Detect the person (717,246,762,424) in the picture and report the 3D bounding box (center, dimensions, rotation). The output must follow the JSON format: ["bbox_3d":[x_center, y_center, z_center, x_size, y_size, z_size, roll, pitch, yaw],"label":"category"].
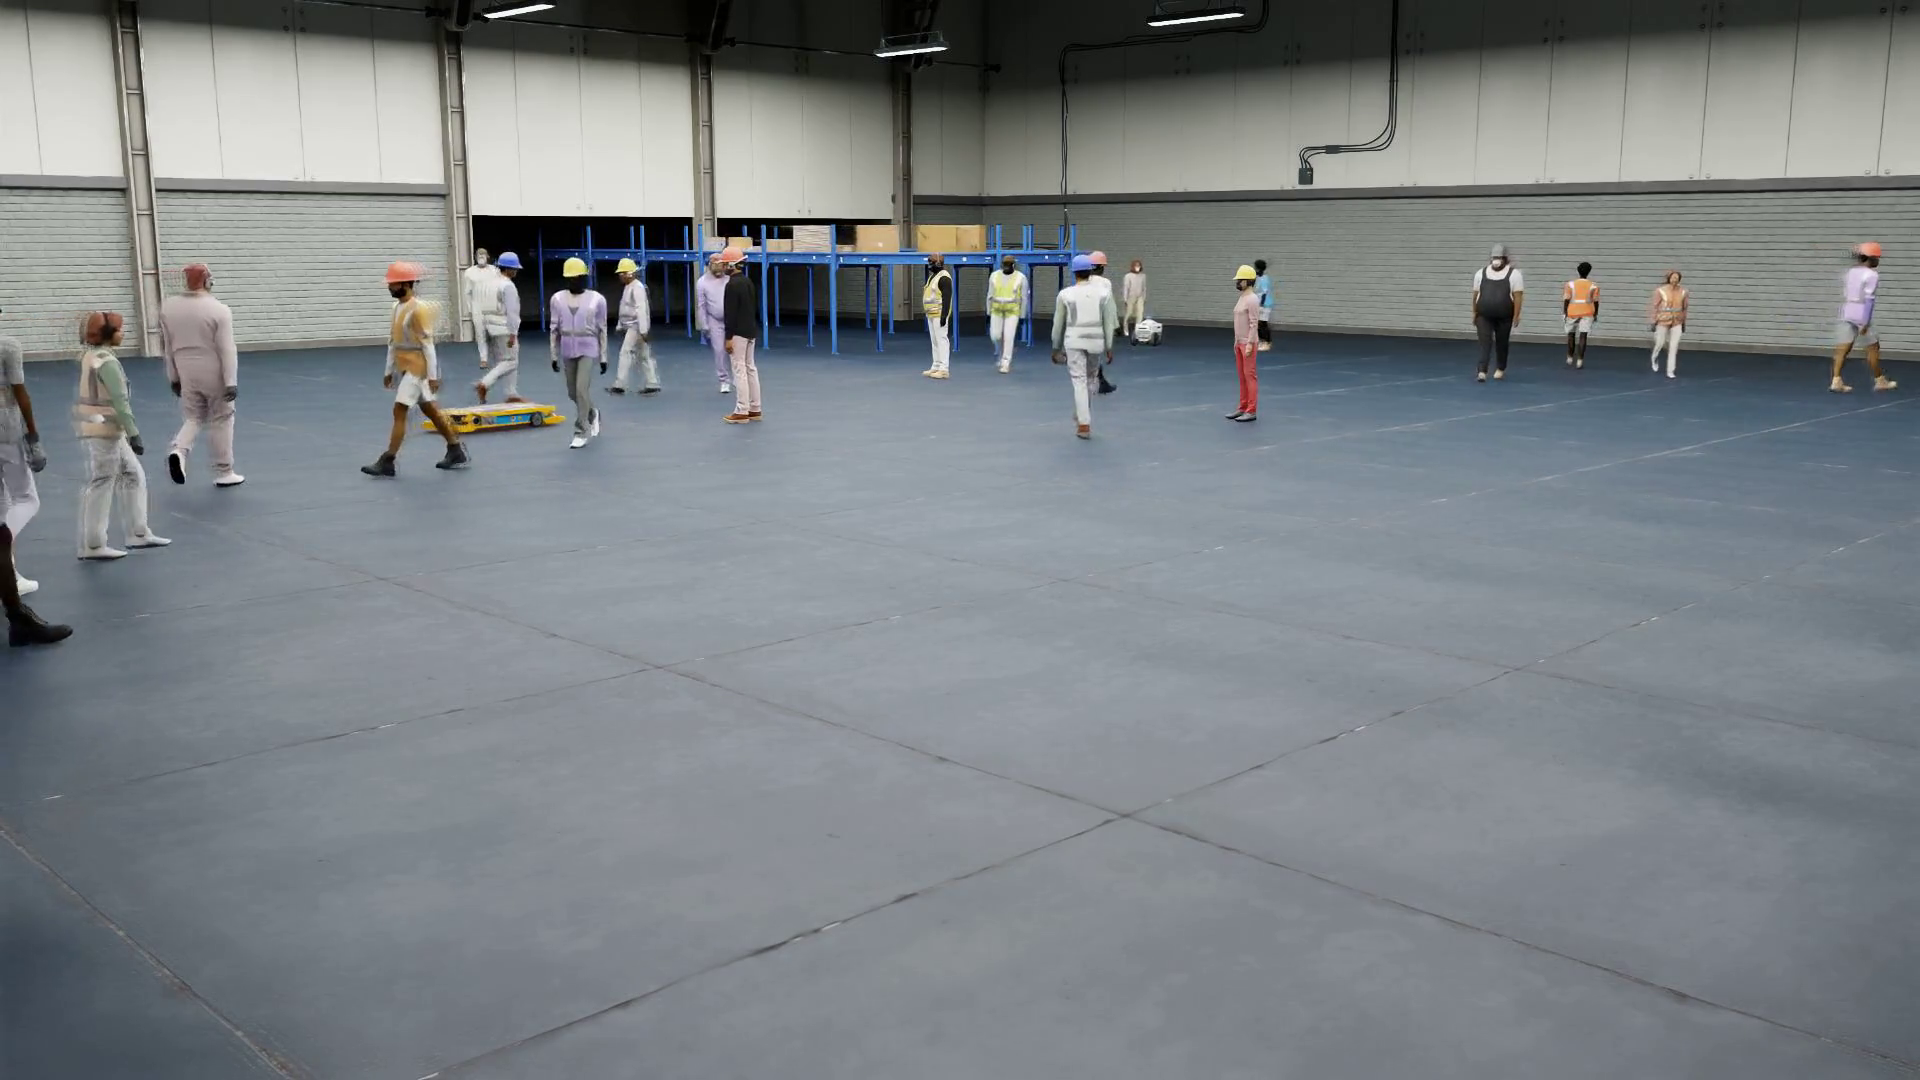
[{"bbox_3d":[-2.540,-2.336,18.943,0.424,1.985,0.612,3,11,17],"label":"person"}]

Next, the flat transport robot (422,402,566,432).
[{"bbox_3d":[-5.159,-1.373,18.460,0.652,0.197,1.431,8,13,39],"label":"flat transport robot"}]

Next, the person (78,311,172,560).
[{"bbox_3d":[-5.505,-0.689,10.950,0.687,1.613,0.548,-8,13,-36],"label":"person"}]

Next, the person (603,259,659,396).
[{"bbox_3d":[-4.385,-2.789,21.903,0.846,1.791,0.595,-3,11,-14],"label":"person"}]

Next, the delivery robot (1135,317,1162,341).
[{"bbox_3d":[3.656,-4.088,32.236,0.477,0.478,0.707,5,12,25],"label":"delivery robot"}]

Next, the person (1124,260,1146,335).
[{"bbox_3d":[3.630,-5.038,34.686,0.507,1.604,0.734,-3,11,-16],"label":"person"}]

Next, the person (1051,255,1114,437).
[{"bbox_3d":[1.277,-2.072,17.715,0.631,1.888,1.018,-2,11,-13],"label":"person"}]

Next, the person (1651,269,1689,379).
[{"bbox_3d":[10.608,-3.249,24.907,0.521,1.619,0.580,1,10,7],"label":"person"}]

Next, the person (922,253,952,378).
[{"bbox_3d":[-0.345,-3.352,24.847,0.429,1.842,0.634,-4,11,-19],"label":"person"}]

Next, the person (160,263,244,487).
[{"bbox_3d":[-6.337,-1.364,13.879,0.656,1.882,0.657,2,11,9],"label":"person"}]

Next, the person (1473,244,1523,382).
[{"bbox_3d":[7.829,-3.324,24.270,0.691,2.000,1.041,5,11,24],"label":"person"}]

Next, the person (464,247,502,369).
[{"bbox_3d":[-7.620,-3.733,26.730,0.628,1.923,0.603,0,10,-2],"label":"person"}]

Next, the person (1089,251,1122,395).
[{"bbox_3d":[1.834,-2.890,22.183,0.858,1.902,0.549,-8,13,-38],"label":"person"}]

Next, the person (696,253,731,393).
[{"bbox_3d":[-3.191,-2.914,22.404,0.697,1.866,0.489,-1,10,-8],"label":"person"}]

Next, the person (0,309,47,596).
[{"bbox_3d":[-5.597,-0.557,9.595,0.538,1.845,0.527,1,10,5],"label":"person"}]

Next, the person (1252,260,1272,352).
[{"bbox_3d":[5.506,-4.270,30.312,0.446,1.661,0.557,-2,11,-11],"label":"person"}]

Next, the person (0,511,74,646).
[{"bbox_3d":[-5.203,-0.366,8.476,0.974,1.890,0.548,-5,12,-26],"label":"person"}]

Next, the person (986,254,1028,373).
[{"bbox_3d":[0.720,-3.497,25.695,0.648,1.821,0.470,3,11,14],"label":"person"}]

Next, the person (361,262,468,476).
[{"bbox_3d":[-4.882,-1.540,14.873,1.010,1.884,0.556,-8,13,-38],"label":"person"}]

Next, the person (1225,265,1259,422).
[{"bbox_3d":[3.261,-2.253,19.063,0.308,1.769,0.525,-2,11,-9],"label":"person"}]

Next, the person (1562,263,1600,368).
[{"bbox_3d":[10.011,-3.626,26.807,0.554,1.658,0.806,4,11,20],"label":"person"}]

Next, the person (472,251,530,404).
[{"bbox_3d":[-5.636,-2.560,20.342,0.703,1.922,0.629,-8,13,-36],"label":"person"}]

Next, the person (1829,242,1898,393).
[{"bbox_3d":[12.249,-2.987,22.422,0.968,2.002,0.616,-2,11,-9],"label":"person"}]

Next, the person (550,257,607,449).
[{"bbox_3d":[-3.839,-1.918,16.903,0.586,1.901,0.813,2,11,10],"label":"person"}]
